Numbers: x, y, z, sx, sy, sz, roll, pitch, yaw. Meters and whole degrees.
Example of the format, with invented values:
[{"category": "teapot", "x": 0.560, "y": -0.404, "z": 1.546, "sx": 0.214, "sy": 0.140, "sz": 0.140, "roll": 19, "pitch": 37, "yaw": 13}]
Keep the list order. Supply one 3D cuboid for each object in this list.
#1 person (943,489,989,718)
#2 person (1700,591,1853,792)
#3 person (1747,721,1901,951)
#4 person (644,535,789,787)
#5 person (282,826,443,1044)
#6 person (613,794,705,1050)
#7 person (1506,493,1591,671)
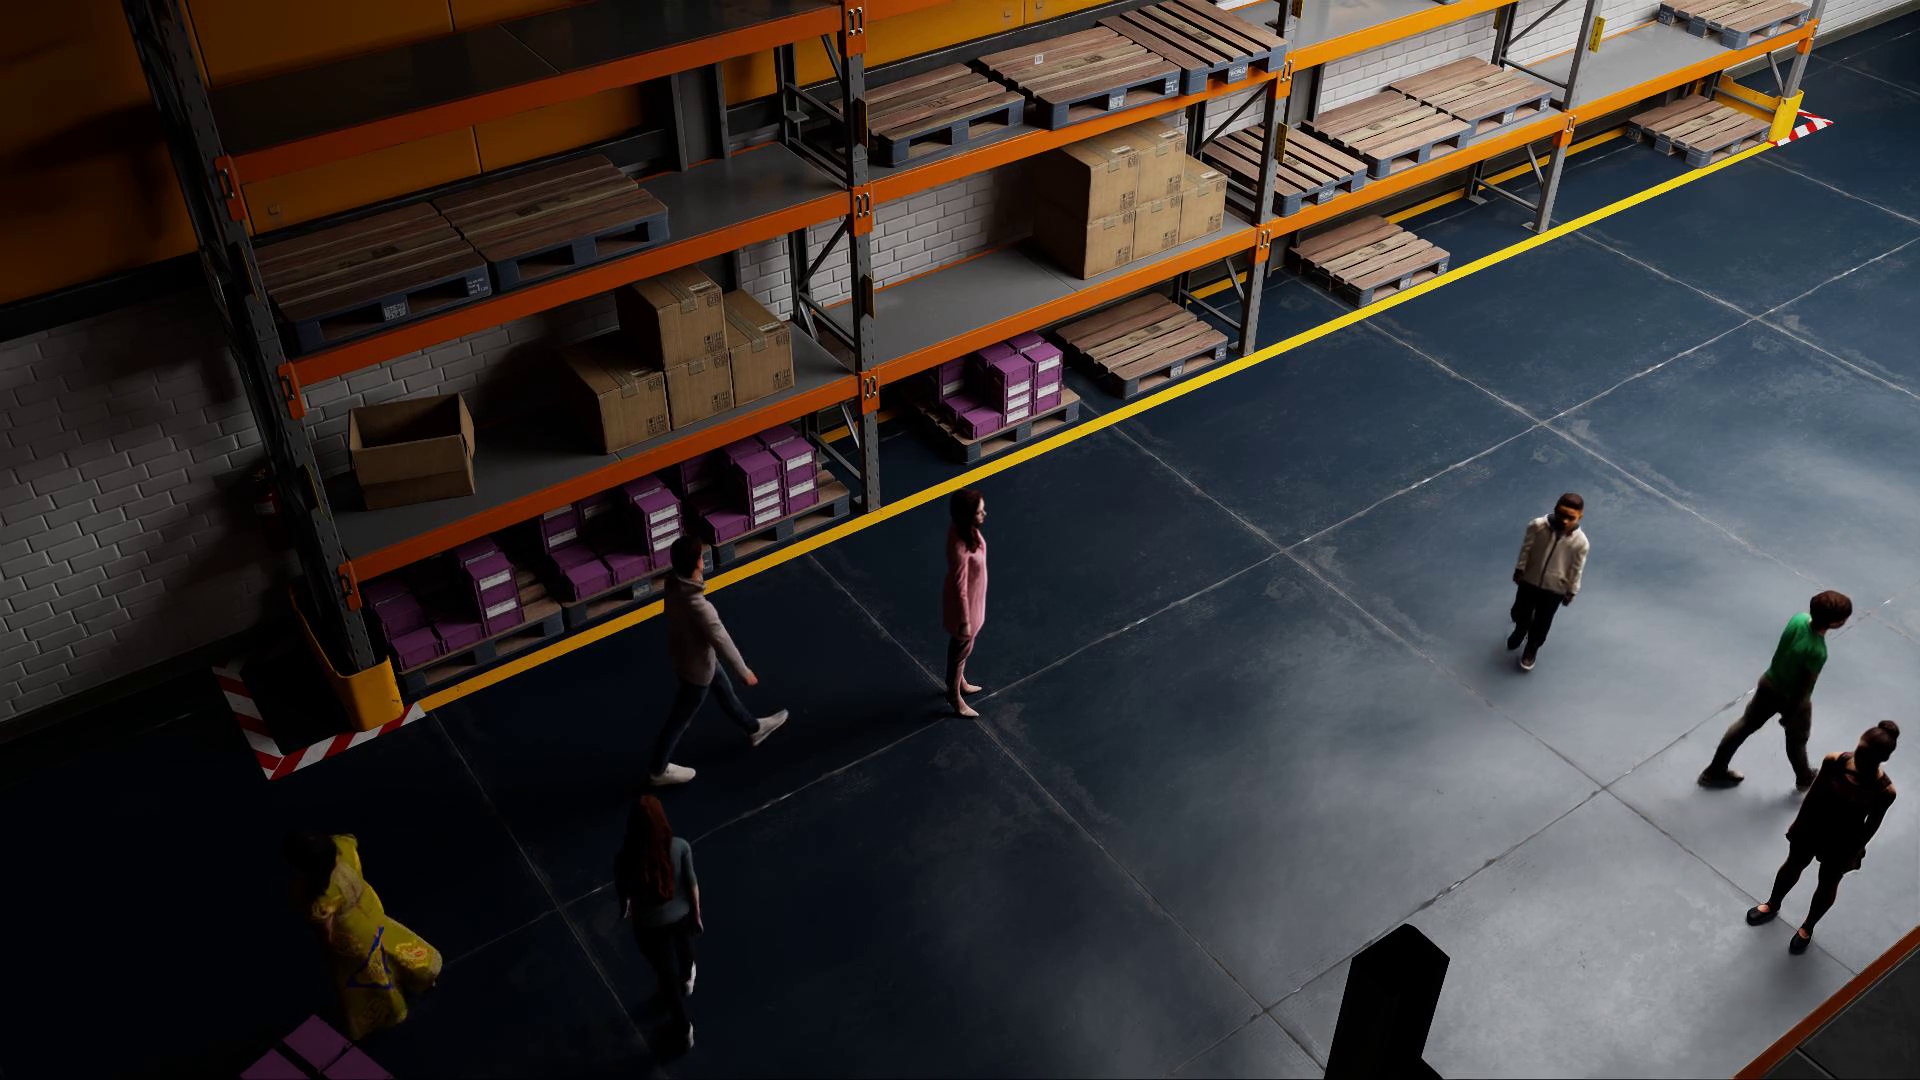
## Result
[{"category": "person", "x": 0.021, "y": 0.398, "z": 10.931, "sx": 0.737, "sy": 1.801, "sz": 0.691, "roll": 4, "pitch": 39, "yaw": 5}, {"category": "person", "x": 5.070, "y": 0.955, "z": 10.379, "sx": 1.136, "sy": 1.620, "sz": 0.948, "roll": -2, "pitch": 39, "yaw": -2}, {"category": "person", "x": 4.958, "y": 1.660, "z": 9.451, "sx": 0.558, "sy": 1.678, "sz": 0.573, "roll": -25, "pitch": 45, "yaw": -28}, {"category": "person", "x": -1.747, "y": 0.829, "z": 10.408, "sx": 1.318, "sy": 1.782, "sz": 0.859, "roll": -16, "pitch": 41, "yaw": -19}, {"category": "person", "x": -3.205, "y": 2.097, "z": 8.931, "sx": 1.073, "sy": 1.643, "sz": 1.006, "roll": 5, "pitch": 39, "yaw": 6}, {"category": "person", "x": -1.563, "y": 2.105, "z": 8.861, "sx": 0.806, "sy": 1.718, "sz": 0.750, "roll": -14, "pitch": 41, "yaw": -17}, {"category": "person", "x": 4.034, "y": 0.232, "z": 11.425, "sx": 0.698, "sy": 1.446, "sz": 0.717, "roll": 20, "pitch": 43, "yaw": 23}]
